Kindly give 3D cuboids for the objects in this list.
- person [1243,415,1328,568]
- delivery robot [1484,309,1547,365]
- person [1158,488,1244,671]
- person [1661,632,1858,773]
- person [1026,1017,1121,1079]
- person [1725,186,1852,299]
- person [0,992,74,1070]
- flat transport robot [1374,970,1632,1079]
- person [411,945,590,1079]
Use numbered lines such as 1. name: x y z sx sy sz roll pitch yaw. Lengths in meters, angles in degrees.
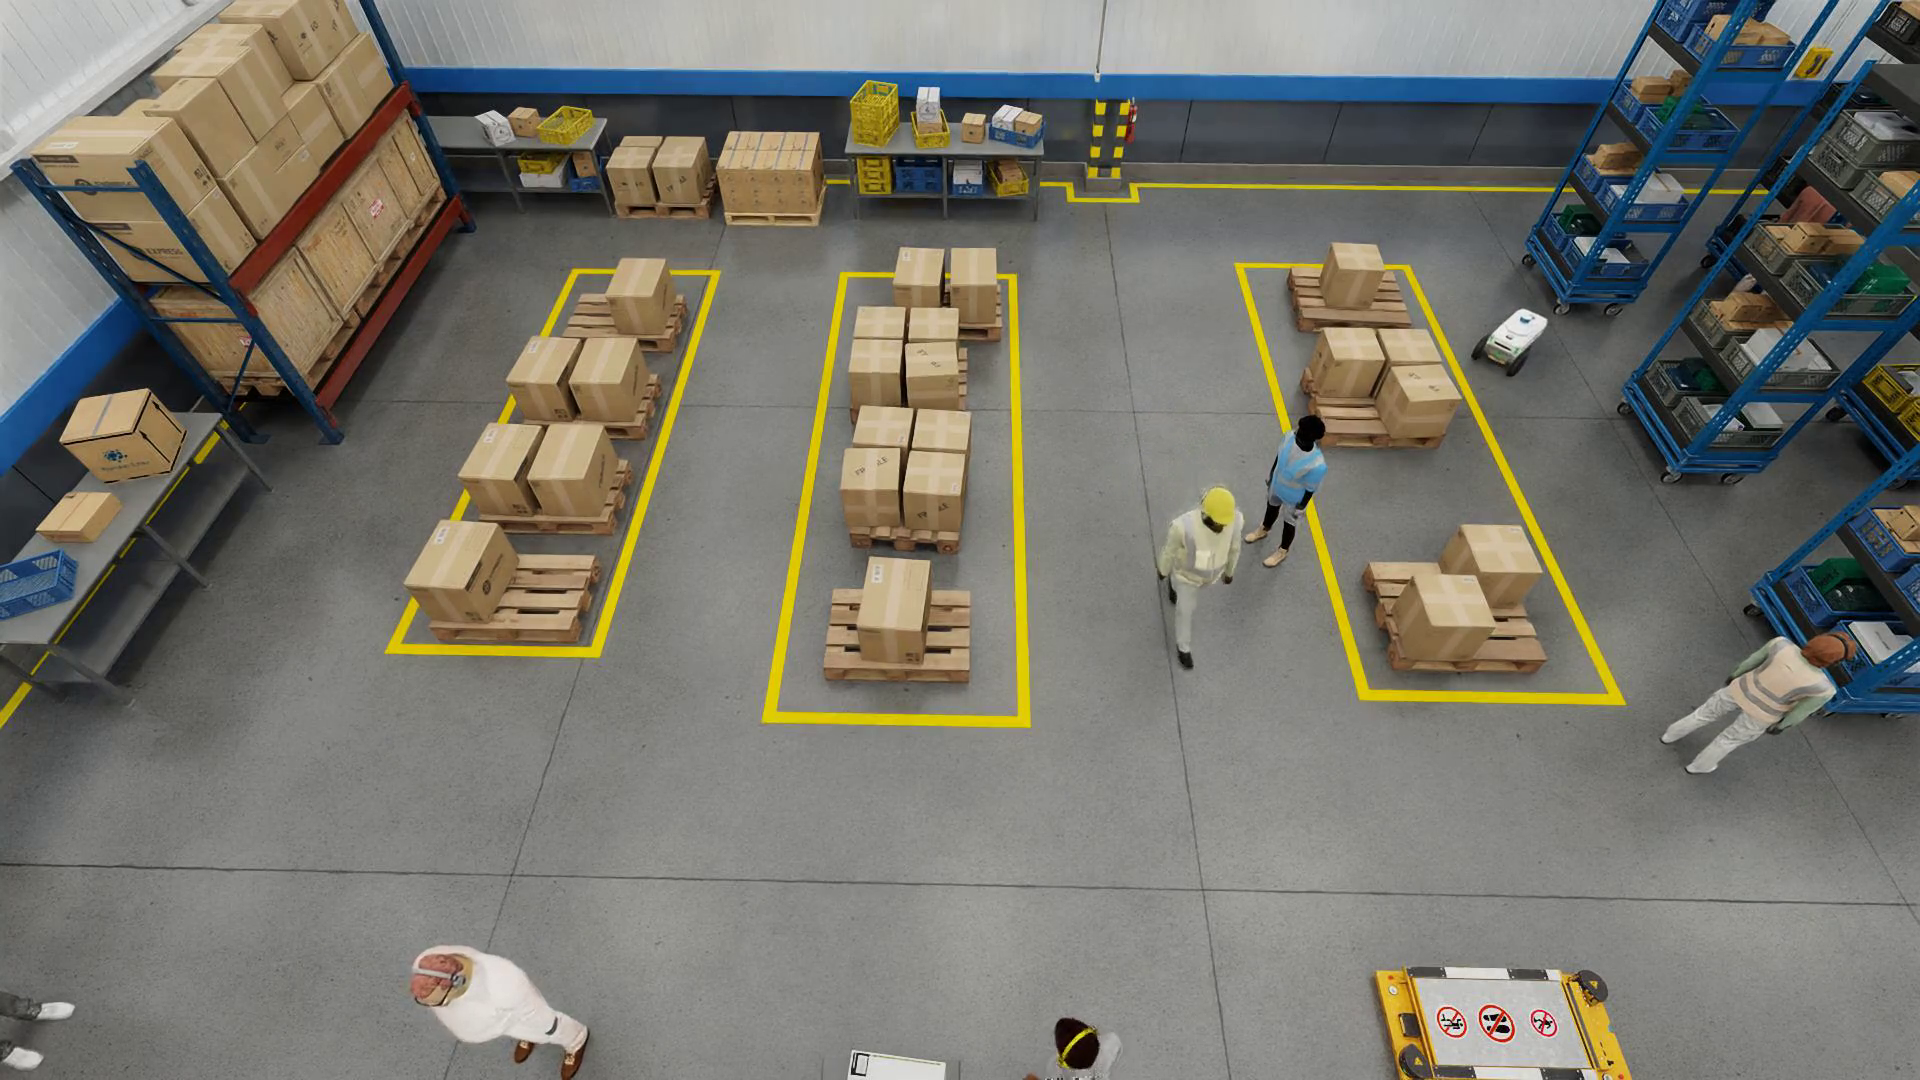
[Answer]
1. person: 2.842 -0.436 7.915 0.322 1.691 0.534 -17 53 -14
2. delivery robot: 6.117 -2.261 10.071 0.707 0.478 0.477 -36 59 -25
3. person: 1.901 0.175 7.349 0.600 1.793 0.903 -10 52 -8
4. person: 5.761 1.174 6.640 0.315 1.632 0.518 -12 52 -10
5. person: 0.602 2.970 5.050 0.562 1.869 0.457 -24 55 -18
6. person: 9.080 -3.166 9.956 0.410 1.982 0.626 -19 53 -15
7. person: -6.074 2.654 5.258 0.403 1.910 0.598 1 51 1
8. flat transport robot: 3.501 3.133 5.914 1.431 0.197 0.652 1 51 1
9. person: -2.619 2.694 5.232 0.649 1.899 0.398 12 52 9
